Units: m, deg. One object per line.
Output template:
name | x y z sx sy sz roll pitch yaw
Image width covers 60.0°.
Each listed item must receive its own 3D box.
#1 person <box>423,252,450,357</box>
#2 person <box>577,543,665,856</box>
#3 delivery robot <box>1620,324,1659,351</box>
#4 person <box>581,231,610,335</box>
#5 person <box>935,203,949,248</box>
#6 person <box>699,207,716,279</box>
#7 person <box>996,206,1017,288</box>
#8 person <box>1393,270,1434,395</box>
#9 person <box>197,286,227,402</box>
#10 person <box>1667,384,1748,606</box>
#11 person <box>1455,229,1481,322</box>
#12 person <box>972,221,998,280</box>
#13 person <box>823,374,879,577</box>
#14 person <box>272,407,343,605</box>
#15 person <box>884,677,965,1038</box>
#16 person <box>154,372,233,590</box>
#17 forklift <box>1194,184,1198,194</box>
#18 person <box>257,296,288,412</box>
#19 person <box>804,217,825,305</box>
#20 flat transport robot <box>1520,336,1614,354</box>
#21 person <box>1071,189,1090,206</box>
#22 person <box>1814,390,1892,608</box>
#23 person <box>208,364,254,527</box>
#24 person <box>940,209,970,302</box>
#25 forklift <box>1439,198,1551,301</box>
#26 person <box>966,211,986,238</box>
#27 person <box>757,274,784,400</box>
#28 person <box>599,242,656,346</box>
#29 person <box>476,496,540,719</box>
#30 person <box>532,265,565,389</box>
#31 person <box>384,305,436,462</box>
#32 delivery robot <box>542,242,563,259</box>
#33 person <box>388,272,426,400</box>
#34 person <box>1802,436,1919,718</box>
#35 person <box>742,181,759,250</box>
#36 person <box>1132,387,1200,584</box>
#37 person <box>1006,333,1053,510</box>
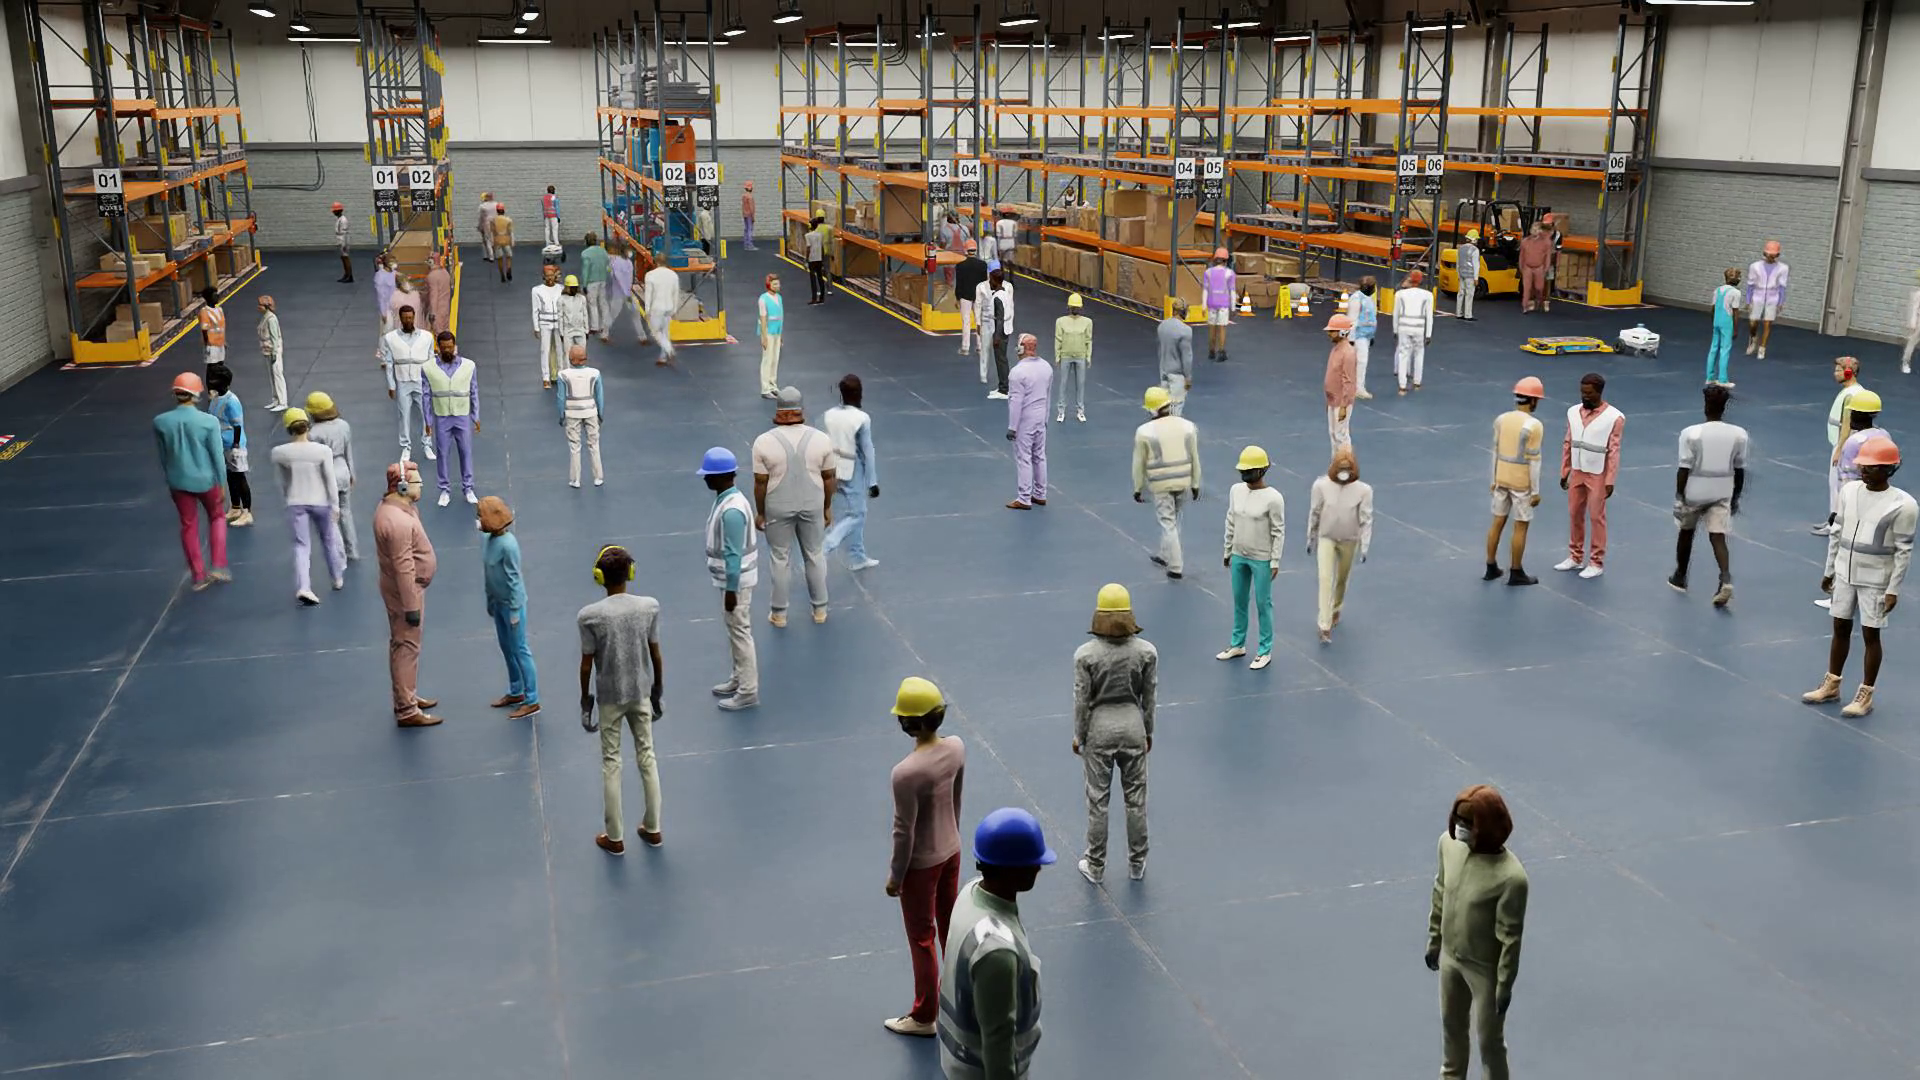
person | -8.657 -3.808 27.525 0.408 1.905 0.654 1 15 4
person | -1.981 0.935 9.763 0.508 1.863 0.330 -8 17 -28
delivery robot | 11.746 -3.492 28.747 0.477 0.478 0.707 -4 15 -15
person | -6.881 -4.841 31.371 0.366 1.932 0.633 9 18 32
person | -0.586 -9.621 49.523 0.636 1.842 0.429 -10 18 -33
person | -6.260 -7.477 41.170 0.392 1.989 0.610 -2 15 -7
person | 1.046 -6.946 39.356 0.575 1.883 0.996 -6 16 -21
person | 6.843 -3.156 25.166 0.595 1.845 0.906 5 16 19
person | -10.952 -2.882 24.439 0.317 1.695 0.540 1 15 4
person | 6.621 -0.403 14.668 0.607 1.938 0.905 1 15 3
person | 10.147 -5.263 33.143 0.403 1.830 0.601 -6 16 -20
person | 0.470 -5.642 34.414 0.608 1.918 0.865 -2 15 -7
person | -1.070 -0.592 15.449 0.773 1.897 0.597 -12 19 -37
person | -5.775 -0.309 14.717 0.541 1.719 0.839 -4 15 -14
person | -0.170 1.489 7.865 0.313 1.767 0.523 9 18 31
person | -6.937 -0.536 15.099 0.610 1.966 0.537 -2 15 -7
forklift | 7.392 -11.333 53.972 1.873 2.768 1.129 -4 15 -15
person | -9.810 -2.660 23.714 0.308 1.641 0.517 -10 18 -33
person | -3.145 -6.010 35.880 0.514 1.872 0.332 -14 20 -41
flat transport robot | 10.666 -3.428 29.229 1.431 0.197 0.652 -3 15 -12
person | 3.323 -8.786 46.218 0.588 1.927 0.370 8 17 27
person | 7.760 -0.338 14.424 0.584 1.928 0.374 -10 18 -33
person | -7.608 -0.984 17.300 0.532 1.696 0.319 14 21 43
person | -0.148 -6.185 36.212 0.674 2.000 0.535 -5 16 -18
forklift | 11.913 -6.508 37.130 2.313 2.155 1.214 -4 15 -15
person | 0.383 -7.085 40.137 0.523 1.762 0.328 -4 15 -15
person | -2.810 -3.026 24.695 0.387 1.845 0.565 5 16 20
person | -6.040 -4.397 29.821 1.074 1.886 0.617 6 16 21
person | -3.268 0.476 11.949 0.306 1.623 0.504 -10 18 -34
person | -6.265 -3.273 25.554 0.582 1.882 0.351 -7 16 -24
person | -6.727 -1.928 20.421 0.591 1.922 0.392 -7 16 -23
delivery robot | -11.032 -7.816 45.017 0.477 0.478 0.707 2 15 7
person | -8.113 -3.009 24.553 0.416 1.903 0.768 6 16 21
person | 6.476 0.262 11.945 0.378 2.045 0.605 -7 16 -24
person | -6.182 -9.510 48.805 0.372 1.997 0.620 -9 17 -29
person | 1.880 -0.529 15.416 0.618 1.785 0.784 -6 16 -22
person | 0.716 -1.284 18.027 0.402 1.906 0.651 12 19 39
